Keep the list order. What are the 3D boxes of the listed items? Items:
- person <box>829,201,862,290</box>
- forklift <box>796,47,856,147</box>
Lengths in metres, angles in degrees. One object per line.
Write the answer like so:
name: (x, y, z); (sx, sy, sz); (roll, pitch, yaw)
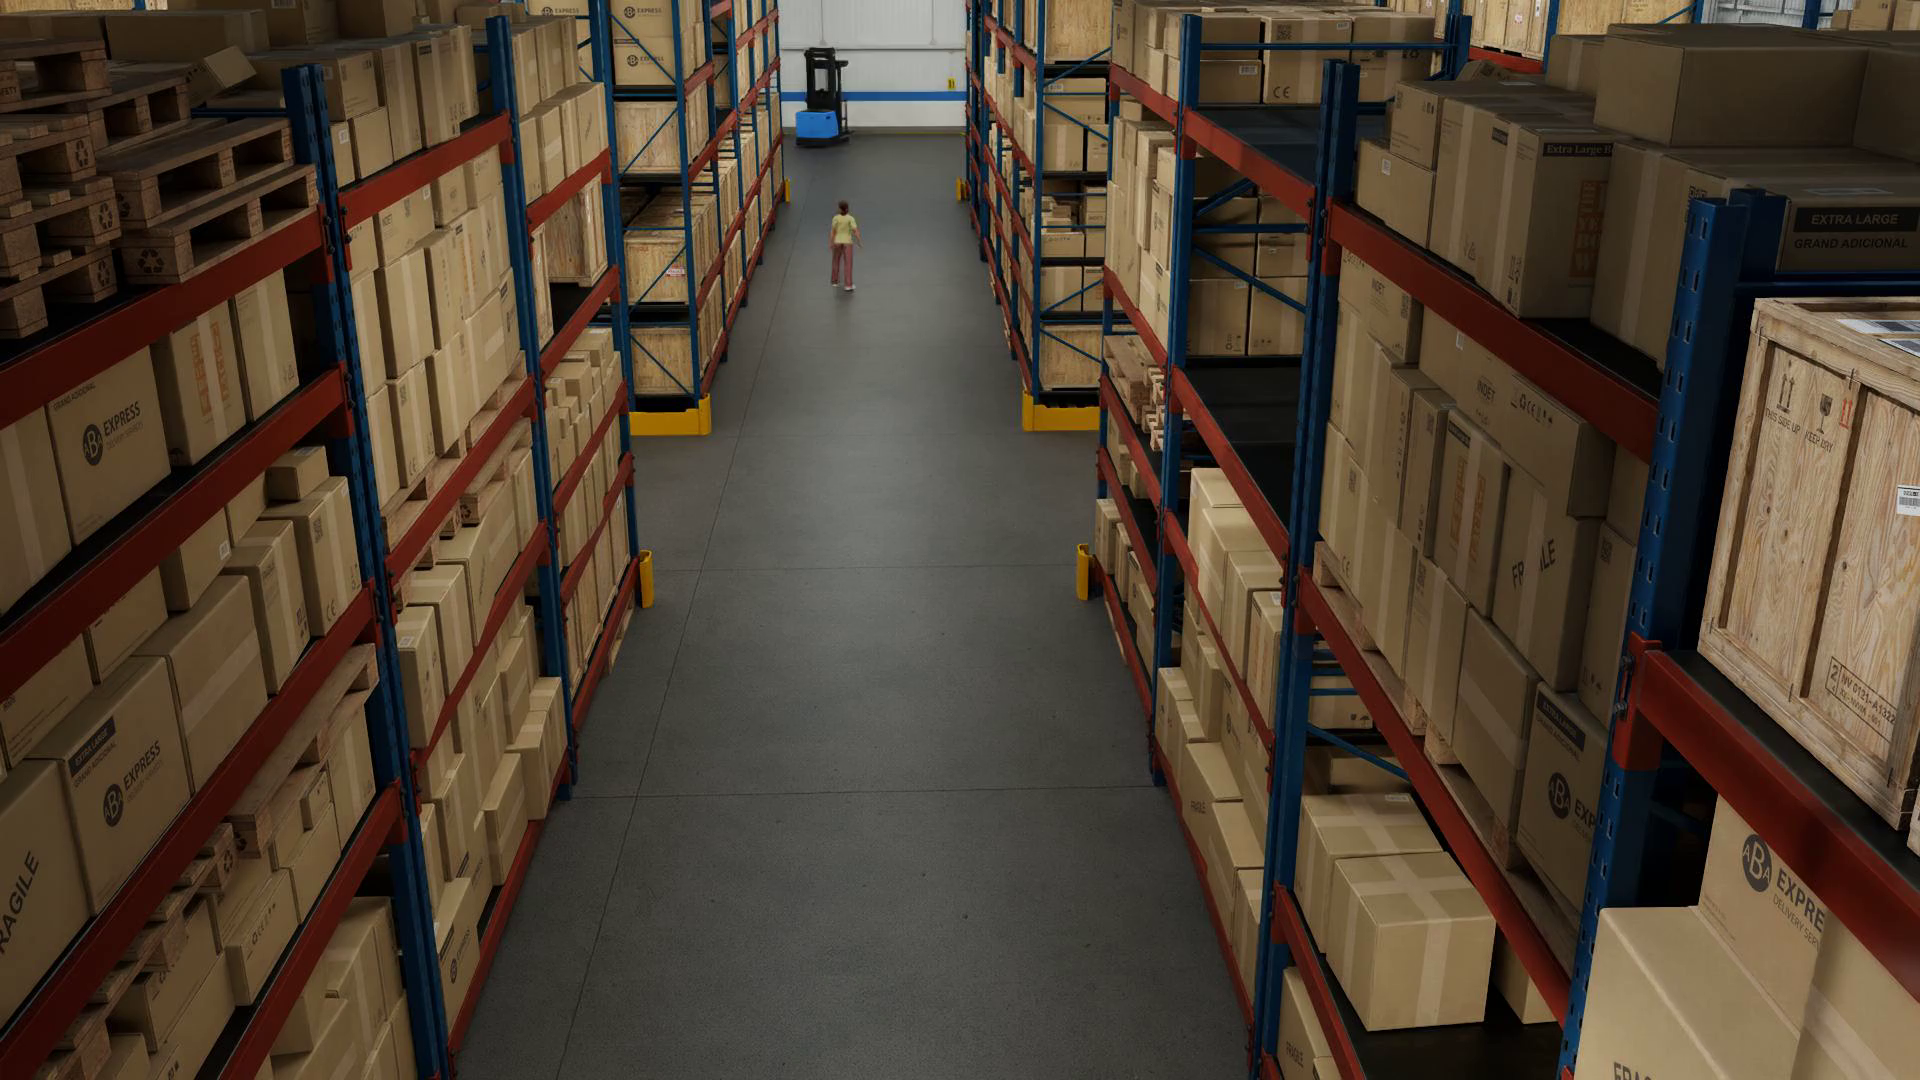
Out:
person: (-2.205, -5.626, 31.688); (0.663, 1.655, 0.604); (2, 21, 6)
forklift: (-4.169, -14.037, 52.452); (1.121, 2.941, 3.031); (6, 21, 16)
